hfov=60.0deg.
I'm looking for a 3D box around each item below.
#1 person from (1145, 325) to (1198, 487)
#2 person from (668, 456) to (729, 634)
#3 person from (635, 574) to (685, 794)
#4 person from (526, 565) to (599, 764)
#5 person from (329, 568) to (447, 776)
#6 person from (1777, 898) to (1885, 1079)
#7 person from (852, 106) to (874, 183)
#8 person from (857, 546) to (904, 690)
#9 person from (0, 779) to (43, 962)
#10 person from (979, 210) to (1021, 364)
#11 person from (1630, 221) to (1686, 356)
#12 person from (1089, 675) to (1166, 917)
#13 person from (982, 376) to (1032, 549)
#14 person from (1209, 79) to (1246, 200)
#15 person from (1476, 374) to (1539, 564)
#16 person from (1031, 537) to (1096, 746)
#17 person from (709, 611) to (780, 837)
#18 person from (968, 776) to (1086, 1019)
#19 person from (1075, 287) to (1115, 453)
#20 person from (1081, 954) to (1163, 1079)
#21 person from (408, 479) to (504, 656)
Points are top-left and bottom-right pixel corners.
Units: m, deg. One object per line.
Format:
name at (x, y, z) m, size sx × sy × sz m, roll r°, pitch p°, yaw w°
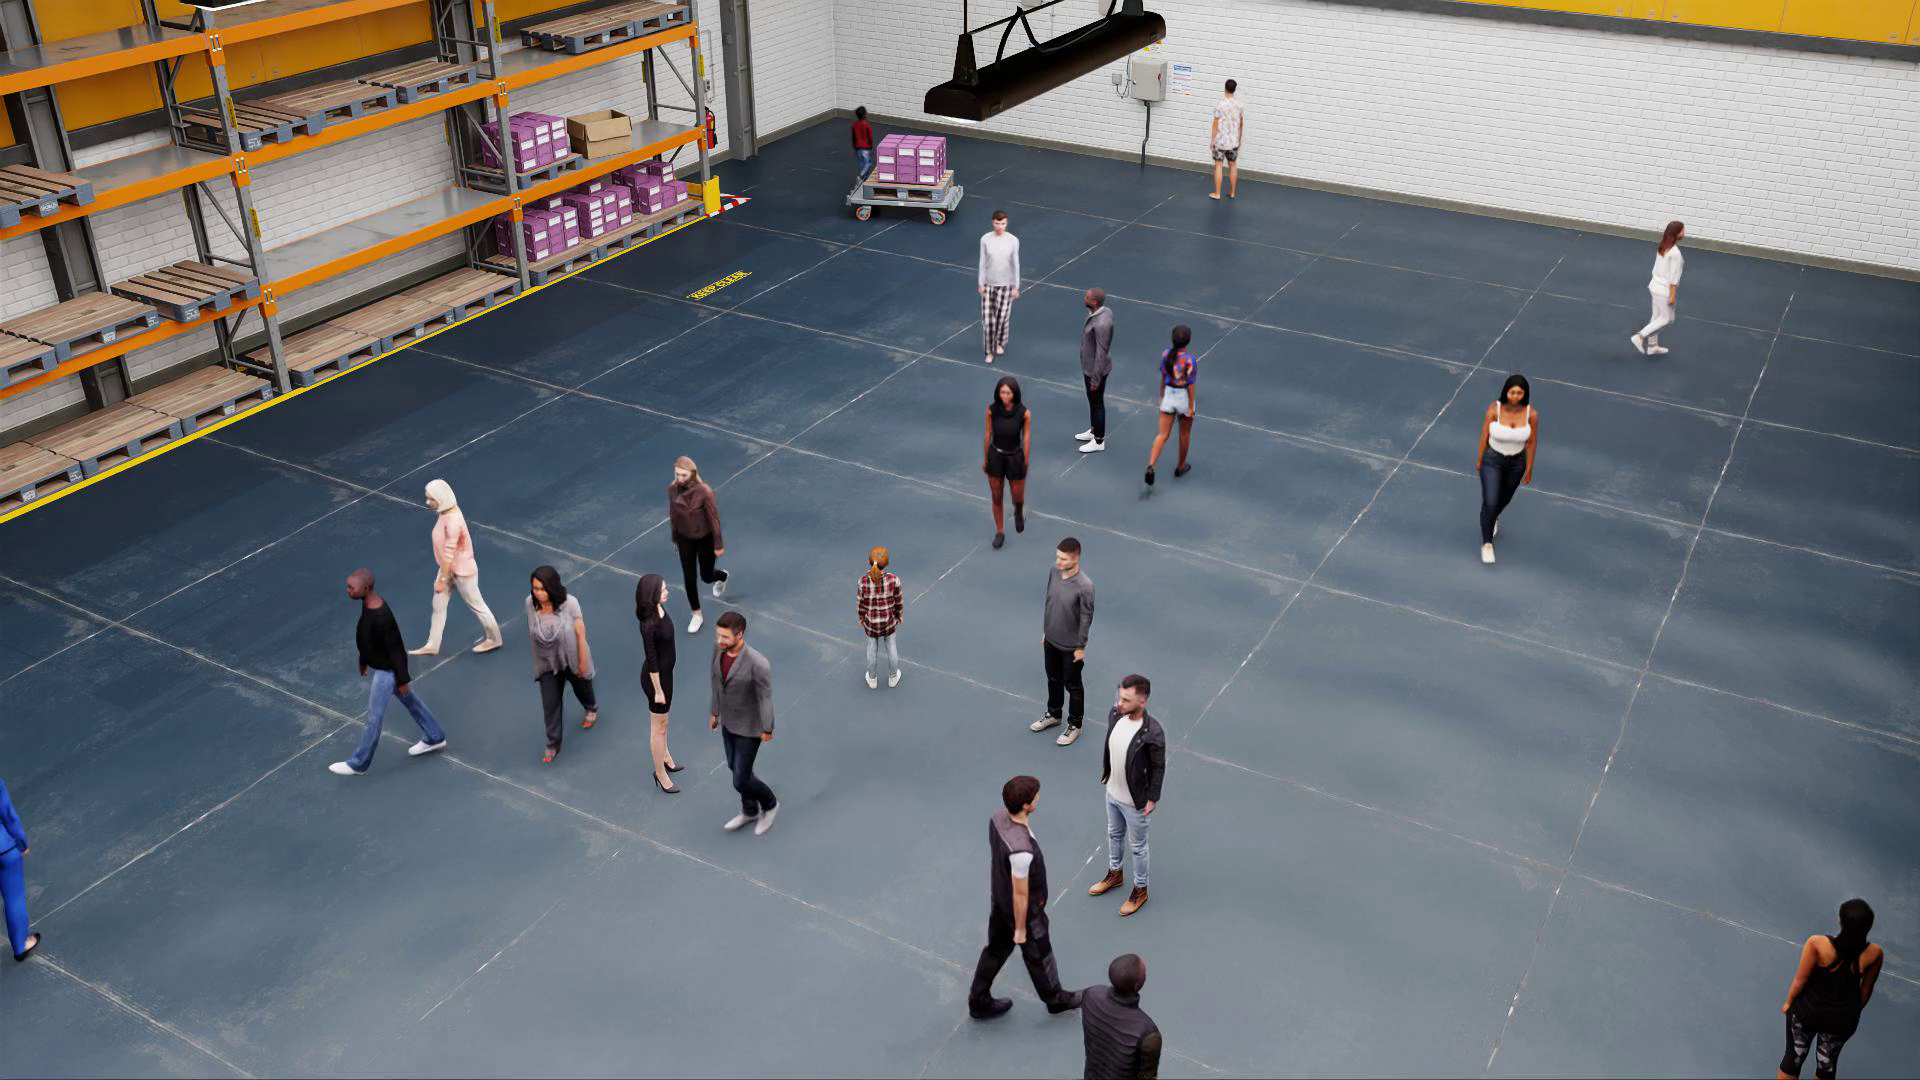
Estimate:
person at (2.145, -1.340, 16.852) m, size 0.652 × 1.716 × 1.059 m, roll 20°, pitch 34°, yaw 32°
person at (-2.257, -0.018, 14.470) m, size 0.768 × 1.677 × 0.966 m, roll 11°, pitch 30°, yaw 19°
person at (-2.242, 1.045, 12.386) m, size 0.714 × 1.807 × 0.593 m, roll 0°, pitch 29°, yaw 0°
person at (-3.064, 0.867, 12.954) m, size 0.905 × 1.574 × 1.122 m, roll 3°, pitch 29°, yaw 6°
person at (-4.263, 0.963, 12.643) m, size 1.206 × 1.703 × 0.972 m, roll -17°, pitch 33°, yaw -28°
person at (4.955, 2.692, 9.527) m, size 0.644 × 1.653 × 0.630 m, roll 5°, pitch 29°, yaw 9°
person at (-1.551, -6.185, 26.231) m, size 0.527 × 1.241 × 0.716 m, roll 12°, pitch 31°, yaw 21°
person at (-0.654, 0.631, 13.666) m, size 0.625 × 1.306 × 0.664 m, roll -2°, pitch 29°, yaw -3°
person at (-6.311, 2.038, 10.695) m, size 0.839 × 1.682 × 0.907 m, roll -12°, pitch 31°, yaw -21°
person at (0.459, -3.095, 19.957) m, size 0.878 × 1.825 × 1.010 m, roll 2°, pitch 29°, yaw 3°
person at (8.366, -2.993, 19.918) m, size 0.895 × 1.682 × 0.853 m, roll -3°, pitch 29°, yaw -6°
person at (1.147, 1.684, 11.184) m, size 0.668 × 1.836 × 0.721 m, roll -22°, pitch 35°, yaw -34°
person at (0.448, -0.766, 15.789) m, size 0.716 × 1.727 × 0.790 m, roll 5°, pitch 29°, yaw 9°
person at (4.107, -6.168, 25.600) m, size 0.737 × 1.814 × 0.797 m, roll -7°, pitch 29°, yaw -13°
person at (5.126, -0.742, 15.701) m, size 0.921 × 1.769 × 1.240 m, roll 5°, pitch 29°, yaw 9°
person at (0.824, 0.759, 12.952) m, size 0.640 × 1.766 × 0.676 m, roll -24°, pitch 37°, yaw -37°
person at (-1.503, 1.271, 11.918) m, size 0.757 × 1.857 × 0.743 m, roll 25°, pitch 37°, yaw 38°
person at (0.269, 2.236, 10.186) m, size 1.130 × 1.822 × 1.051 m, roll -8°, pitch 30°, yaw -15°
person at (1.455, -1.817, 17.623) m, size 0.858 × 1.816 × 0.727 m, roll 0°, pitch 29°, yaw -1°
person at (0.769, 2.978, 8.857) m, size 1.242 × 1.793 × 0.920 m, roll -25°, pitch 37°, yaw -38°
person at (-4.128, 0.239, 13.986) m, size 1.085 × 1.689 × 0.880 m, roll -17°, pitch 33°, yaw -28°
